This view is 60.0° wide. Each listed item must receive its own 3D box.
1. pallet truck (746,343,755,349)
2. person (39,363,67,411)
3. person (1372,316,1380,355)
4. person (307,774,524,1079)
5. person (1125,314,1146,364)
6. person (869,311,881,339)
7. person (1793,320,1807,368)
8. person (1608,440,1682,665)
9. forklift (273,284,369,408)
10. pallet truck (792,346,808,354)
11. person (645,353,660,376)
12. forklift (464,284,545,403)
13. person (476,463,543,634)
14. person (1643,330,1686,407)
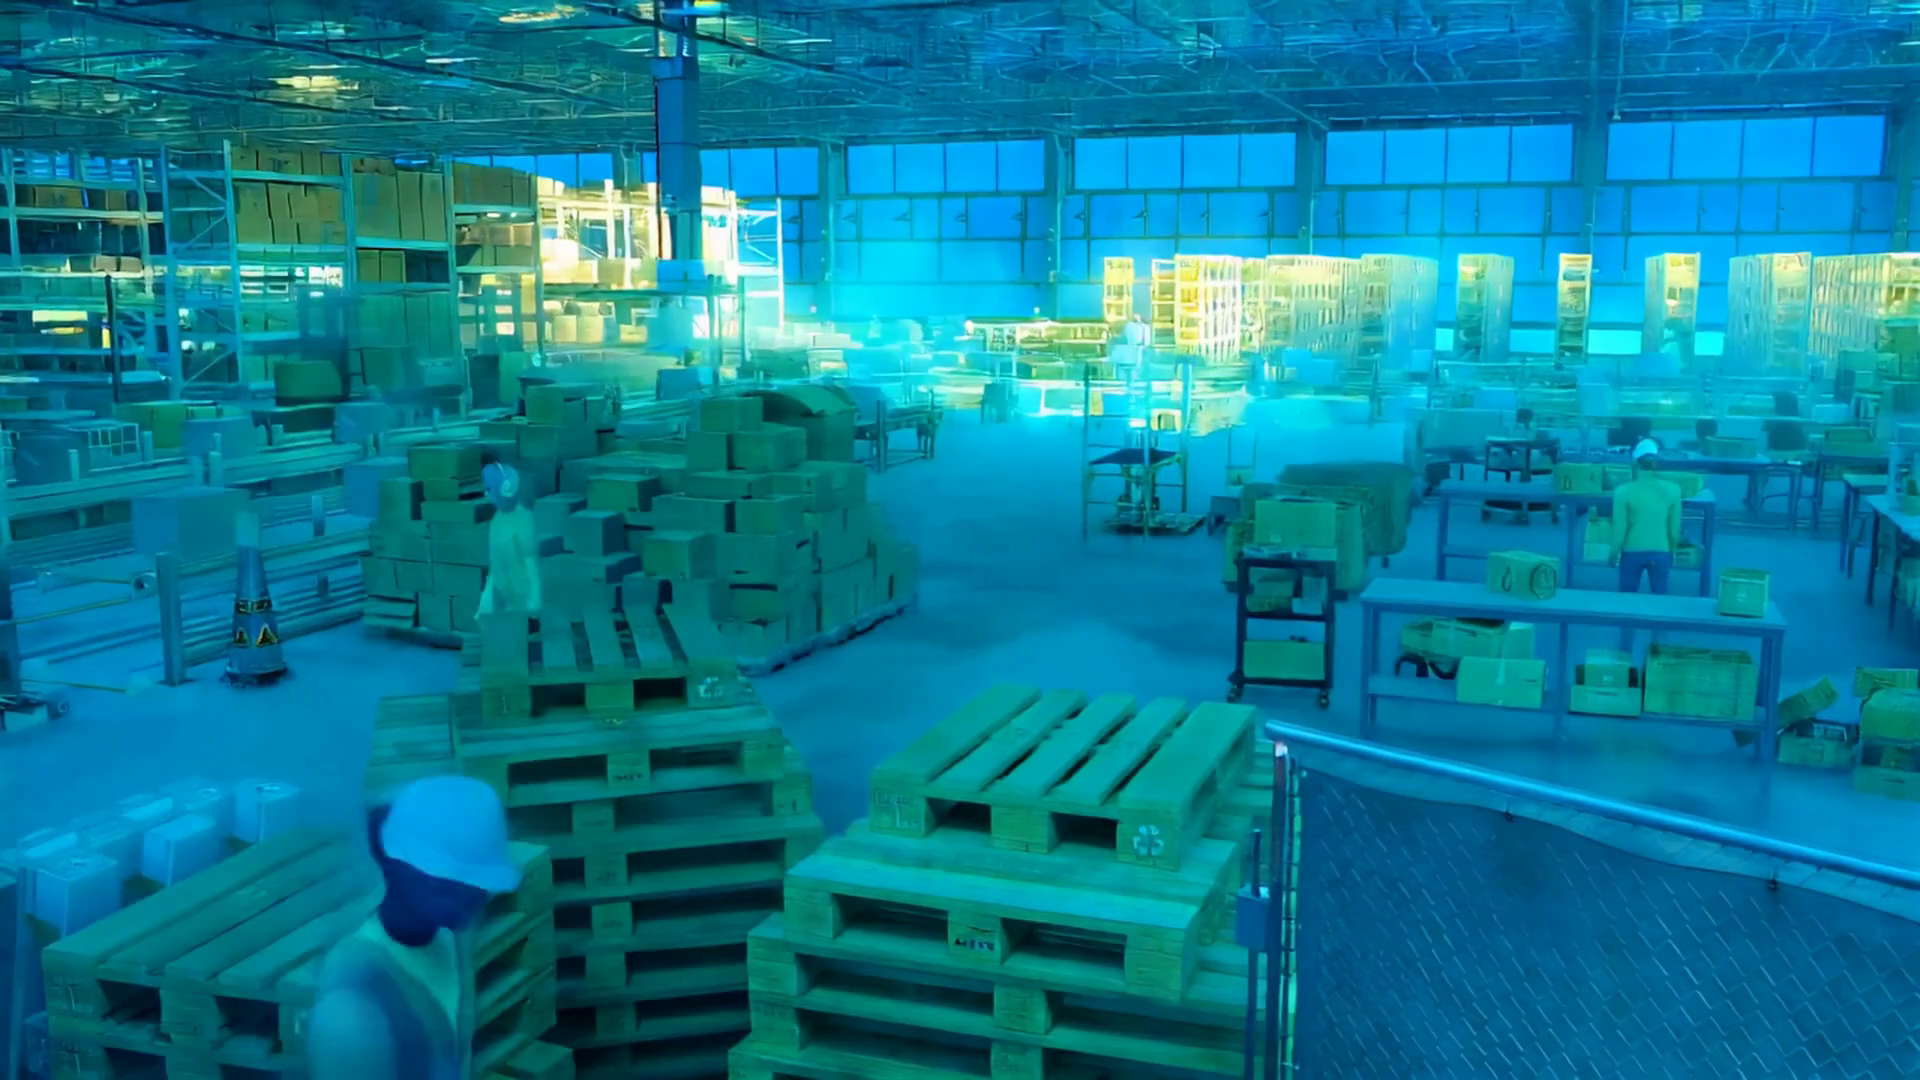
[{"bbox_3d":[-6.183,-4.618,44.264,1.601,1.201,0.680,-9,12,-43],"label":"pallet truck"},{"bbox_3d":[-14.615,-2.074,26.889,0.533,1.670,0.756,4,10,23],"label":"person"},{"bbox_3d":[13.159,-6.332,52.702,0.434,1.977,0.602,3,10,20],"label":"person"},{"bbox_3d":[-1.177,1.467,3.764,1.067,1.955,0.687,1,9,7],"label":"person"},{"bbox_3d":[5.415,-6.048,51.318,0.662,1.861,1.011,0,9,-1],"label":"person"},{"bbox_3d":[-3.074,-7.574,61.265,0.492,1.721,0.617,-8,12,-41],"label":"person"},{"bbox_3d":[23.346,-5.250,46.285,0.391,1.848,0.563,7,11,37],"label":"person"},{"bbox_3d":[5.315,0.102,12.953,0.526,1.762,0.336,1,9,4],"label":"person"},{"bbox_3d":[-14.603,-4.414,37.802,1.129,2.768,1.873,3,10,20],"label":"forklift"},{"bbox_3d":[-3.705,-4.298,42.022,0.653,1.274,1.630,3,10,20],"label":"pallet truck"},{"bbox_3d":[-8.233,-4.897,44.738,0.498,1.634,0.279,0,9,2],"label":"person"},{"bbox_3d":[-10.832,-4.702,39.610,1.129,2.768,1.873,3,10,20],"label":"forklift"},{"bbox_3d":[-3.006,0.413,10.778,0.965,1.823,0.549,-5,10,-28],"label":"person"},{"bbox_3d":[16.292,-3.936,38.265,0.954,1.786,0.605,3,10,18],"label":"person"}]
